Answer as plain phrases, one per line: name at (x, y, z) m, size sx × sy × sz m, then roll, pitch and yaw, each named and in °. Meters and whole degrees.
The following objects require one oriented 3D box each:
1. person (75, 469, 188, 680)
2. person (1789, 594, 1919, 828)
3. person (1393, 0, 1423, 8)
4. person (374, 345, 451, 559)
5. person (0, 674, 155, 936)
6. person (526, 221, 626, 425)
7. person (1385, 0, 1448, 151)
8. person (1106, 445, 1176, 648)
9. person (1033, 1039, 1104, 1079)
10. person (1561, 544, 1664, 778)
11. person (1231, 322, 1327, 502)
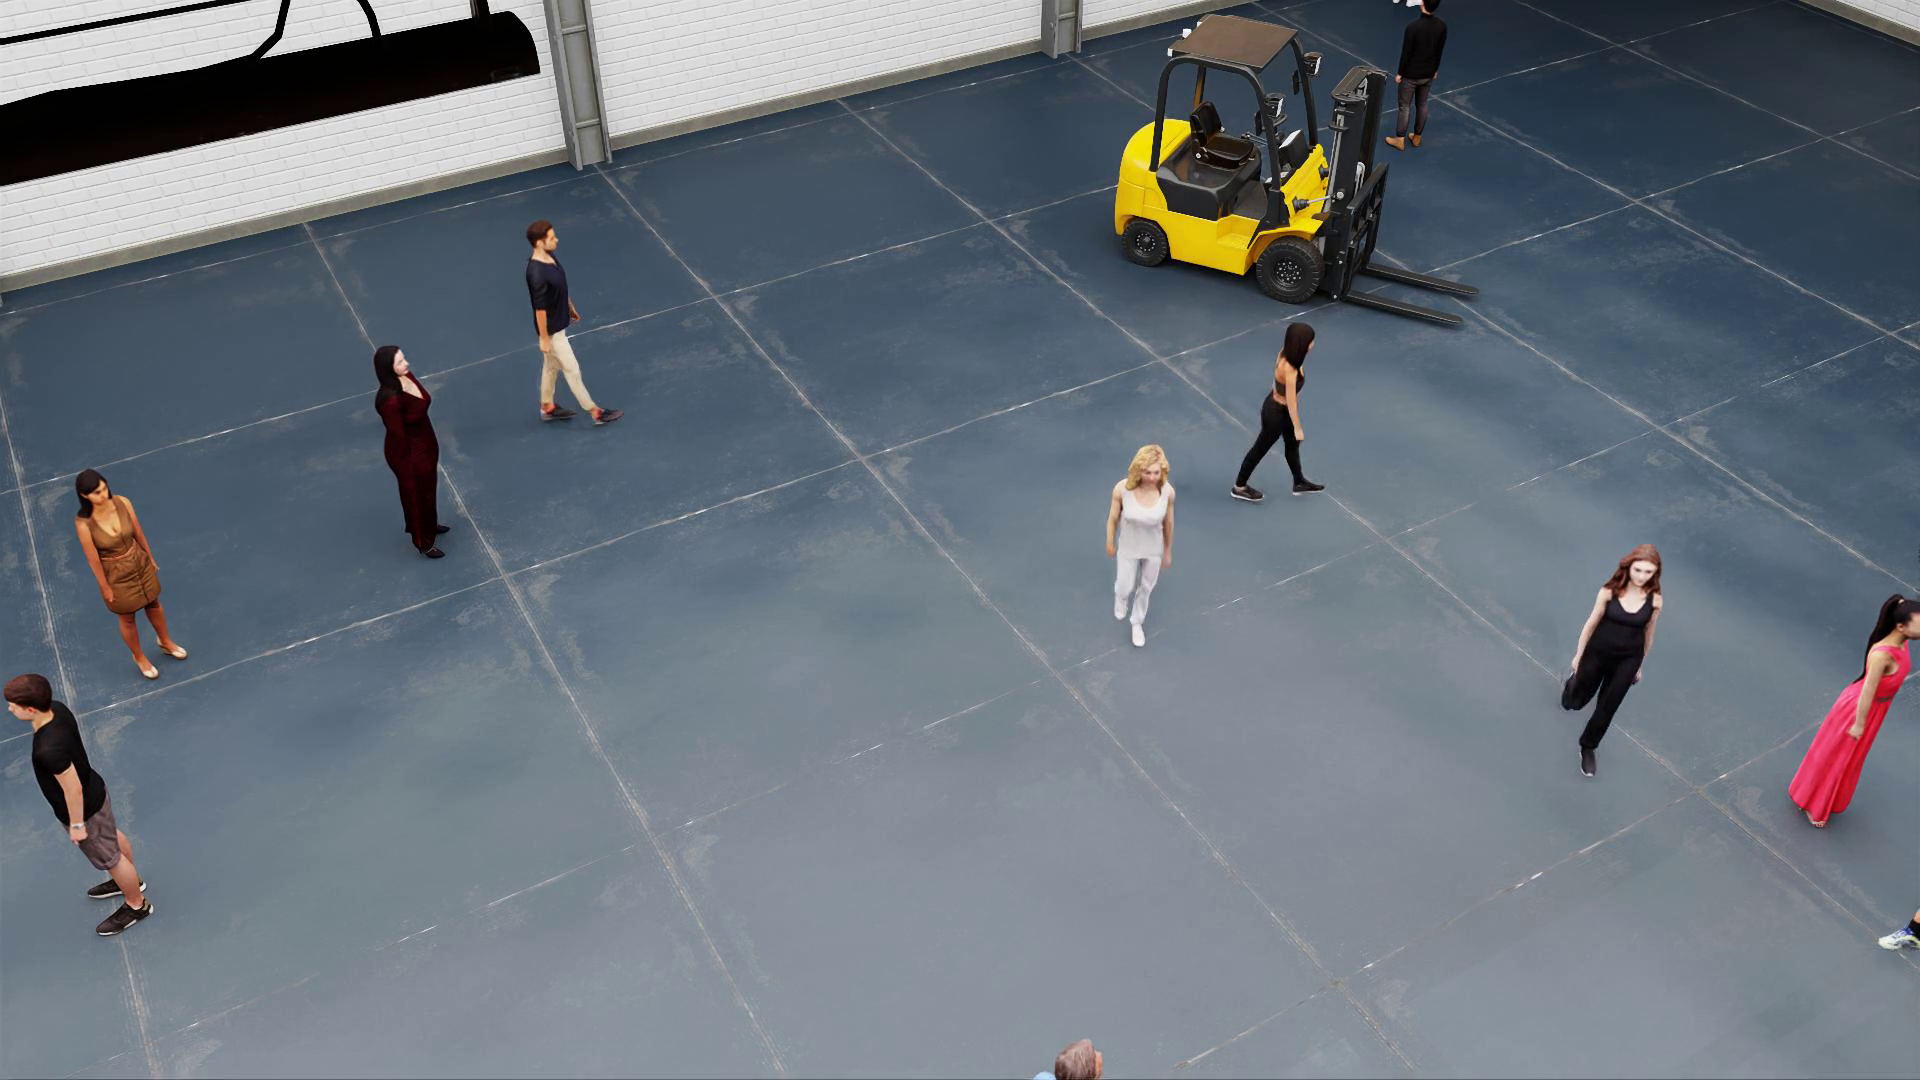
person at (-5.597, 0.216, 11.145) m, size 0.698 × 1.687 × 0.601 m, roll 19°, pitch 42°, yaw 22°
person at (5.469, 1.032, 10.090) m, size 0.737 × 1.727 × 0.600 m, roll 32°, pitch 48°, yaw 33°
person at (5.734, -7.636, 20.907) m, size 0.587 × 1.774 × 0.632 m, roll -30°, pitch 48°, yaw -32°
person at (-4.036, -0.667, 12.194) m, size 0.756 × 1.757 × 0.756 m, roll -3°, pitch 39°, yaw -3°
person at (-4.991, 1.466, 9.439) m, size 0.569 × 1.862 × 0.674 m, roll -18°, pitch 42°, yaw -22°
person at (-3.373, -1.724, 13.457) m, size 1.072 × 1.833 × 0.920 m, roll -2°, pitch 39°, yaw -3°
person at (4.863, -4.994, 17.640) m, size 0.553 × 1.723 × 0.747 m, roll -11°, pitch 40°, yaw -14°
person at (1.250, -0.021, 11.466) m, size 0.776 × 1.656 × 0.823 m, roll 0°, pitch 39°, yaw 0°
person at (0.512, 2.902, 7.674) m, size 0.716 × 1.820 × 0.671 m, roll 31°, pitch 48°, yaw 32°
person at (4.118, 0.676, 10.533) m, size 0.945 × 1.732 × 0.975 m, roll 6°, pitch 39°, yaw 8°
person at (2.342, -0.956, 12.671) m, size 1.021 × 1.613 × 0.909 m, roll 5°, pitch 39°, yaw 6°
